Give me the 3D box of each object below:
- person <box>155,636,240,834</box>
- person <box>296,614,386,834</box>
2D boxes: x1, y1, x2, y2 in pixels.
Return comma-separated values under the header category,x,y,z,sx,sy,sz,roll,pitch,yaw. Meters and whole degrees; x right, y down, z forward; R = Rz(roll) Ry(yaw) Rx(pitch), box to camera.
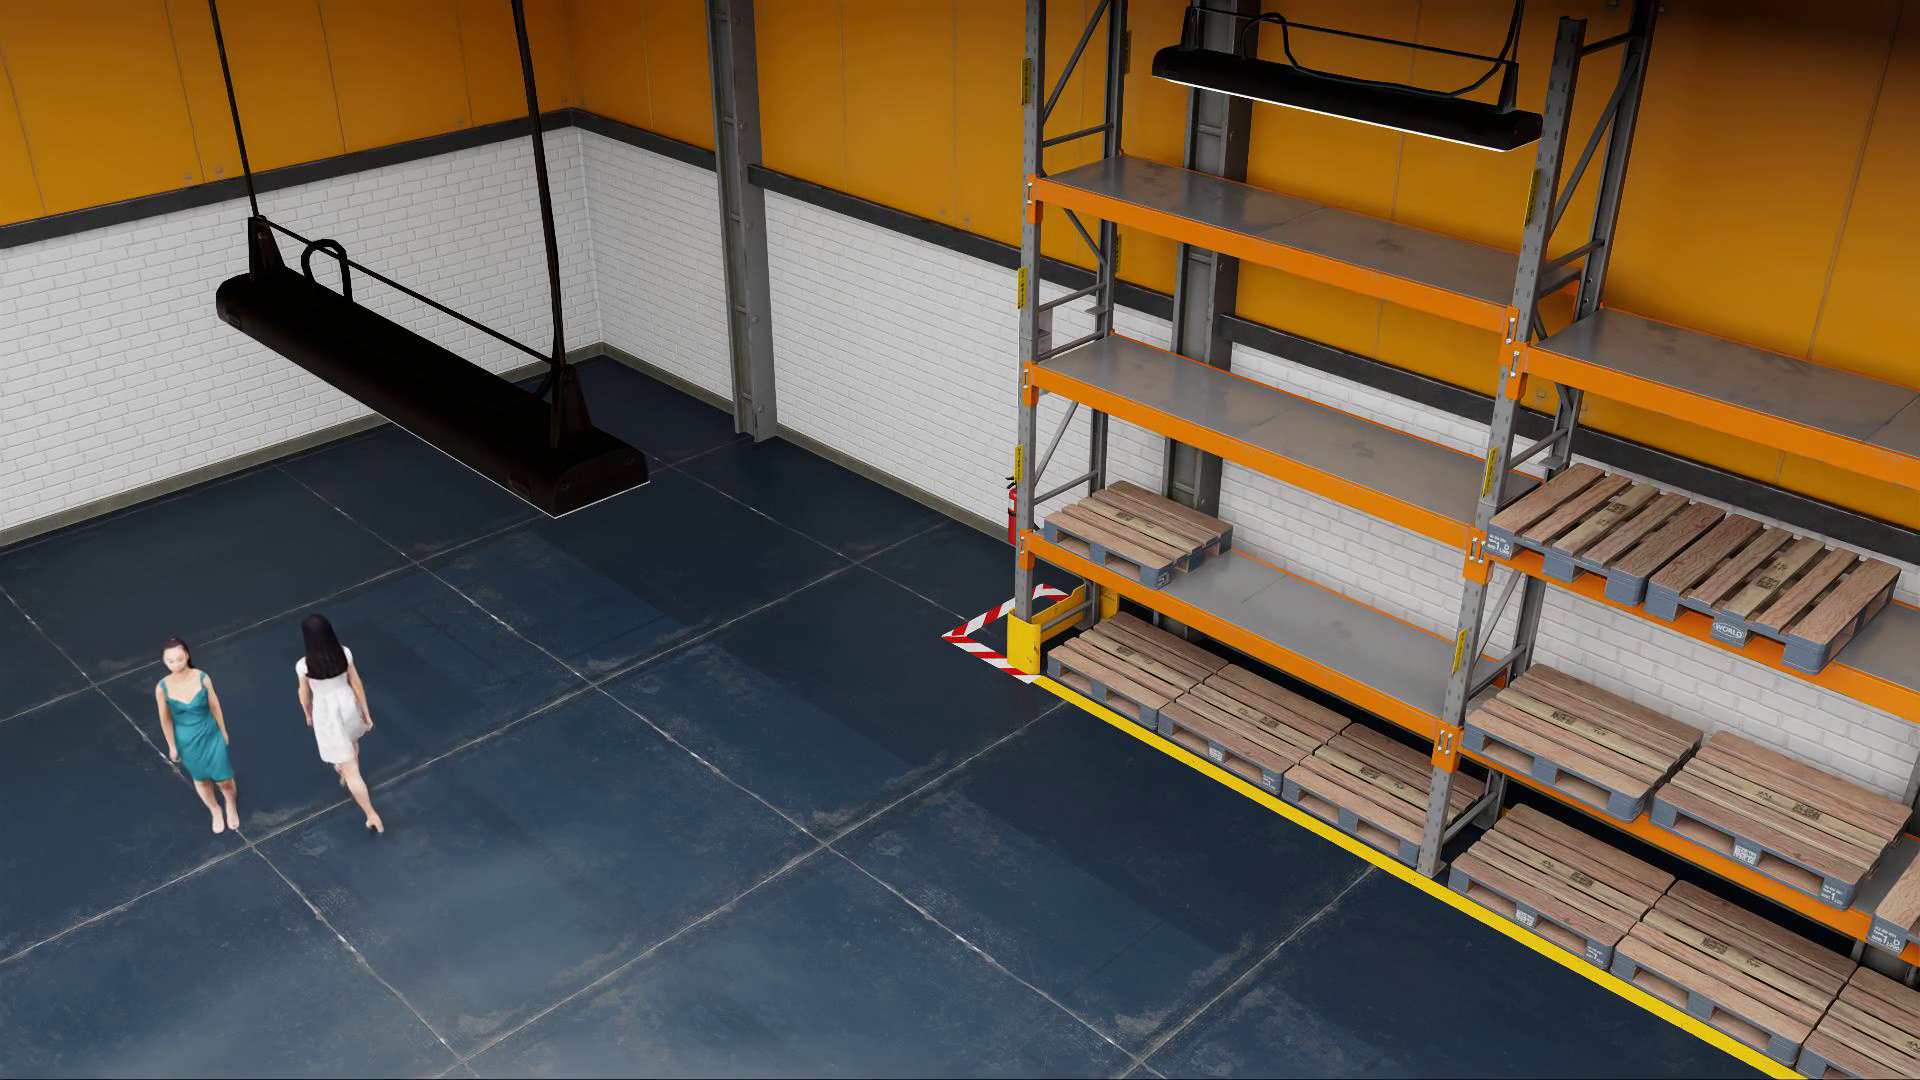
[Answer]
category,x,y,z,sx,sy,sz,roll,pitch,yaw
person,-5.518,1.410,12.063,0.664,1.673,0.724,-10,30,-17
person,-4.466,1.382,12.050,0.685,1.736,1.142,-20,35,-32
